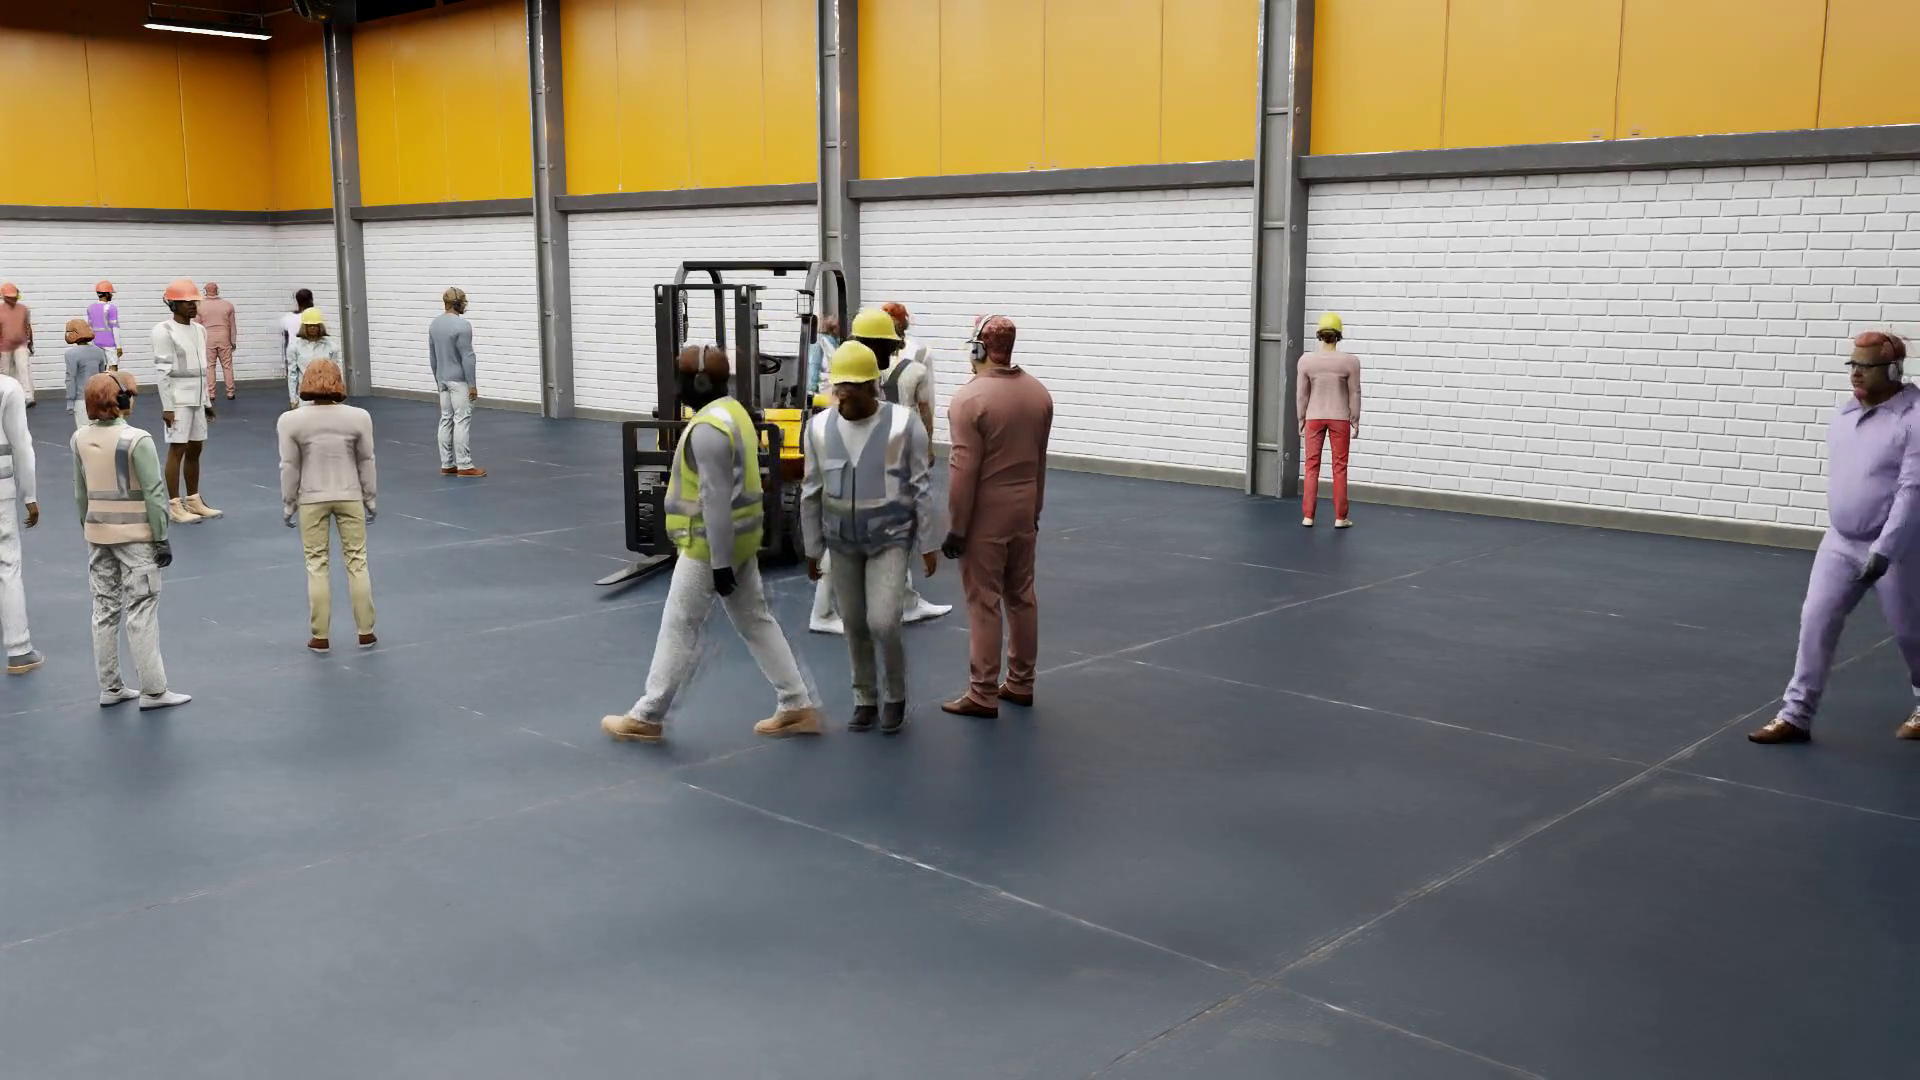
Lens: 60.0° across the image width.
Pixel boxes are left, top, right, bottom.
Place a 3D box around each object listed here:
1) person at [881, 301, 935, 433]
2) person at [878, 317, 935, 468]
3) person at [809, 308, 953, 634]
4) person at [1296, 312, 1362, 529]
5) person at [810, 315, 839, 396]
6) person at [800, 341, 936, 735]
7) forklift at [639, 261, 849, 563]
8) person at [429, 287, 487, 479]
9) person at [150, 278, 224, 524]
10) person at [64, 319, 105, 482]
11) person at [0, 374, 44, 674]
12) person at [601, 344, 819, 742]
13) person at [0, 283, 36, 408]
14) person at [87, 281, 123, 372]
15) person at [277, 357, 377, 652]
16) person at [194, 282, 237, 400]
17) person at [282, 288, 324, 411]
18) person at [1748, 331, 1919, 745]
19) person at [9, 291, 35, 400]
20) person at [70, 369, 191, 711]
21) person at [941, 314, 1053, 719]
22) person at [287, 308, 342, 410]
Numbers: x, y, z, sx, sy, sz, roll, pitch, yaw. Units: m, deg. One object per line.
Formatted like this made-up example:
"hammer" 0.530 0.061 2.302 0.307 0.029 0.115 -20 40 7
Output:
"person" -0.483 -0.868 12.632 0.596 1.877 0.460 -1 9 -7
"person" -0.459 -0.623 11.406 0.516 1.802 0.979 2 9 11
"person" -0.457 -0.383 9.623 0.944 1.883 0.591 -1 9 -6
"person" 3.008 -0.970 13.591 0.525 1.772 0.305 3 10 20
"person" -1.362 -1.617 17.985 0.550 1.614 0.531 6 11 33
"person" -0.428 0.003 7.519 0.614 1.806 0.487 3 10 17
"forklift" -1.552 -1.040 12.721 1.214 2.155 2.313 2 9 11
"person" -5.114 -1.591 16.880 0.638 1.938 0.356 7 12 38
"person" -6.461 -1.164 13.938 0.395 2.044 0.609 2 9 11
"person" -8.695 -1.382 16.562 0.282 1.625 0.501 2 9 11
"person" -5.128 -0.224 8.661 0.584 1.883 0.337 -3 10 -16
"person" -1.094 0.023 7.448 0.973 1.793 0.651 1 9 5
"person" -14.497 -2.957 25.387 1.111 1.903 0.623 7 12 38
"person" -13.151 -3.024 25.673 0.551 1.935 0.371 3 10 19
"person" -3.500 -0.193 9.239 0.501 1.632 0.280 -4 10 -25
"person" -12.040 -3.208 26.898 0.642 1.907 0.410 -6 11 -33
"person" -8.387 -2.274 21.267 0.606 1.881 0.968 4 10 25
"person" 4.070 0.004 7.373 0.961 1.862 0.625 -3 10 -20
"person" -14.682 -3.020 25.855 0.510 1.872 0.329 -7 12 -38
"person" -4.013 0.006 7.989 0.514 1.645 0.307 3 10 19
"person" 0.146 -0.111 7.908 0.409 1.908 0.639 8 12 41
"person" -6.265 -1.380 16.181 0.492 1.742 0.320 -6 11 -33
